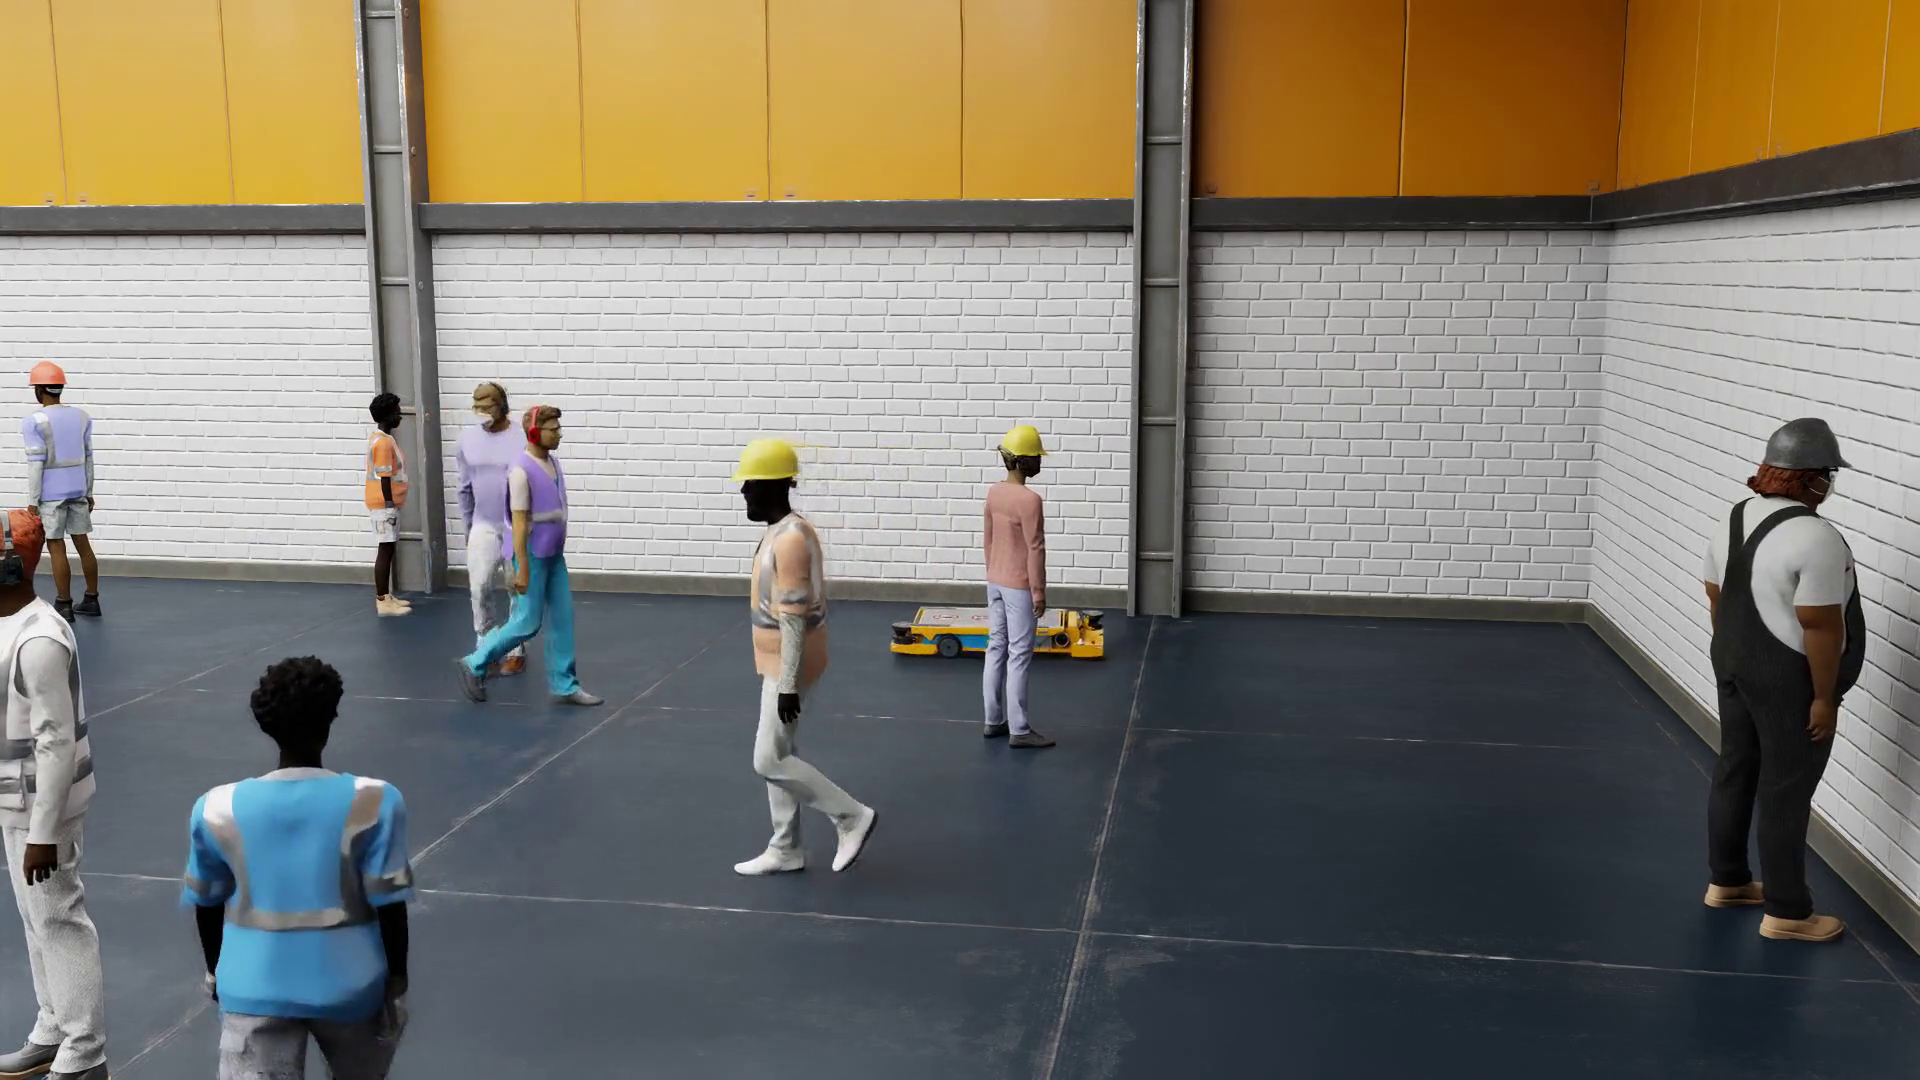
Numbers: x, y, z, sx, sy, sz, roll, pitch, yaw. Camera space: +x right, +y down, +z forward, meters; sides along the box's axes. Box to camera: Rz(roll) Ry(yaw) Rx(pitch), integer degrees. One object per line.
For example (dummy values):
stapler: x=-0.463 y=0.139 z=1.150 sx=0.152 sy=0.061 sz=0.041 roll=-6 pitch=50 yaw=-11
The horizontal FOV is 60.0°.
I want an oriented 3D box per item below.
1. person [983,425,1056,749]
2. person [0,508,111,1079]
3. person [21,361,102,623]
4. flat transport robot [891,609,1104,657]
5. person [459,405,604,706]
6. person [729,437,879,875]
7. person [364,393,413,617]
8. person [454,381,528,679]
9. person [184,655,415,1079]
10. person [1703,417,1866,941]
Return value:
person: x=0.322 y=0.252 z=9.137 sx=0.331 sy=1.767 sz=0.527 roll=-5 pitch=10 yaw=-28
person: x=-2.895 y=0.836 z=5.182 sx=0.356 sy=1.883 sz=0.573 roll=-7 pitch=12 yaw=-38
person: x=-6.697 y=-0.353 z=12.346 sx=0.372 sy=1.935 sz=0.551 roll=4 pitch=10 yaw=22
flat transport robot: x=0.268 y=0.625 z=11.436 sx=1.431 sy=0.197 sz=0.652 roll=1 pitch=9 yaw=4
person: x=-2.573 y=0.103 z=9.885 sx=0.781 sy=1.826 sz=0.576 roll=2 pitch=9 yaw=9
person: x=-0.696 y=0.517 z=7.051 sx=0.535 sy=1.911 sz=0.598 roll=-2 pitch=9 yaw=-11
person: x=-4.332 y=-0.267 z=12.587 sx=0.321 sy=1.689 sz=0.530 roll=-3 pitch=10 yaw=-16
person: x=-2.925 y=-0.053 z=10.580 sx=0.621 sy=1.910 sz=0.608 roll=1 pitch=9 yaw=4
person: x=-1.645 y=1.107 z=4.201 sx=0.553 sy=1.634 sz=0.889 roll=-2 pitch=9 yaw=-13
person: x=3.280 y=0.529 z=6.585 sx=0.536 sy=2.000 sz=0.681 roll=-1 pitch=9 yaw=-9
